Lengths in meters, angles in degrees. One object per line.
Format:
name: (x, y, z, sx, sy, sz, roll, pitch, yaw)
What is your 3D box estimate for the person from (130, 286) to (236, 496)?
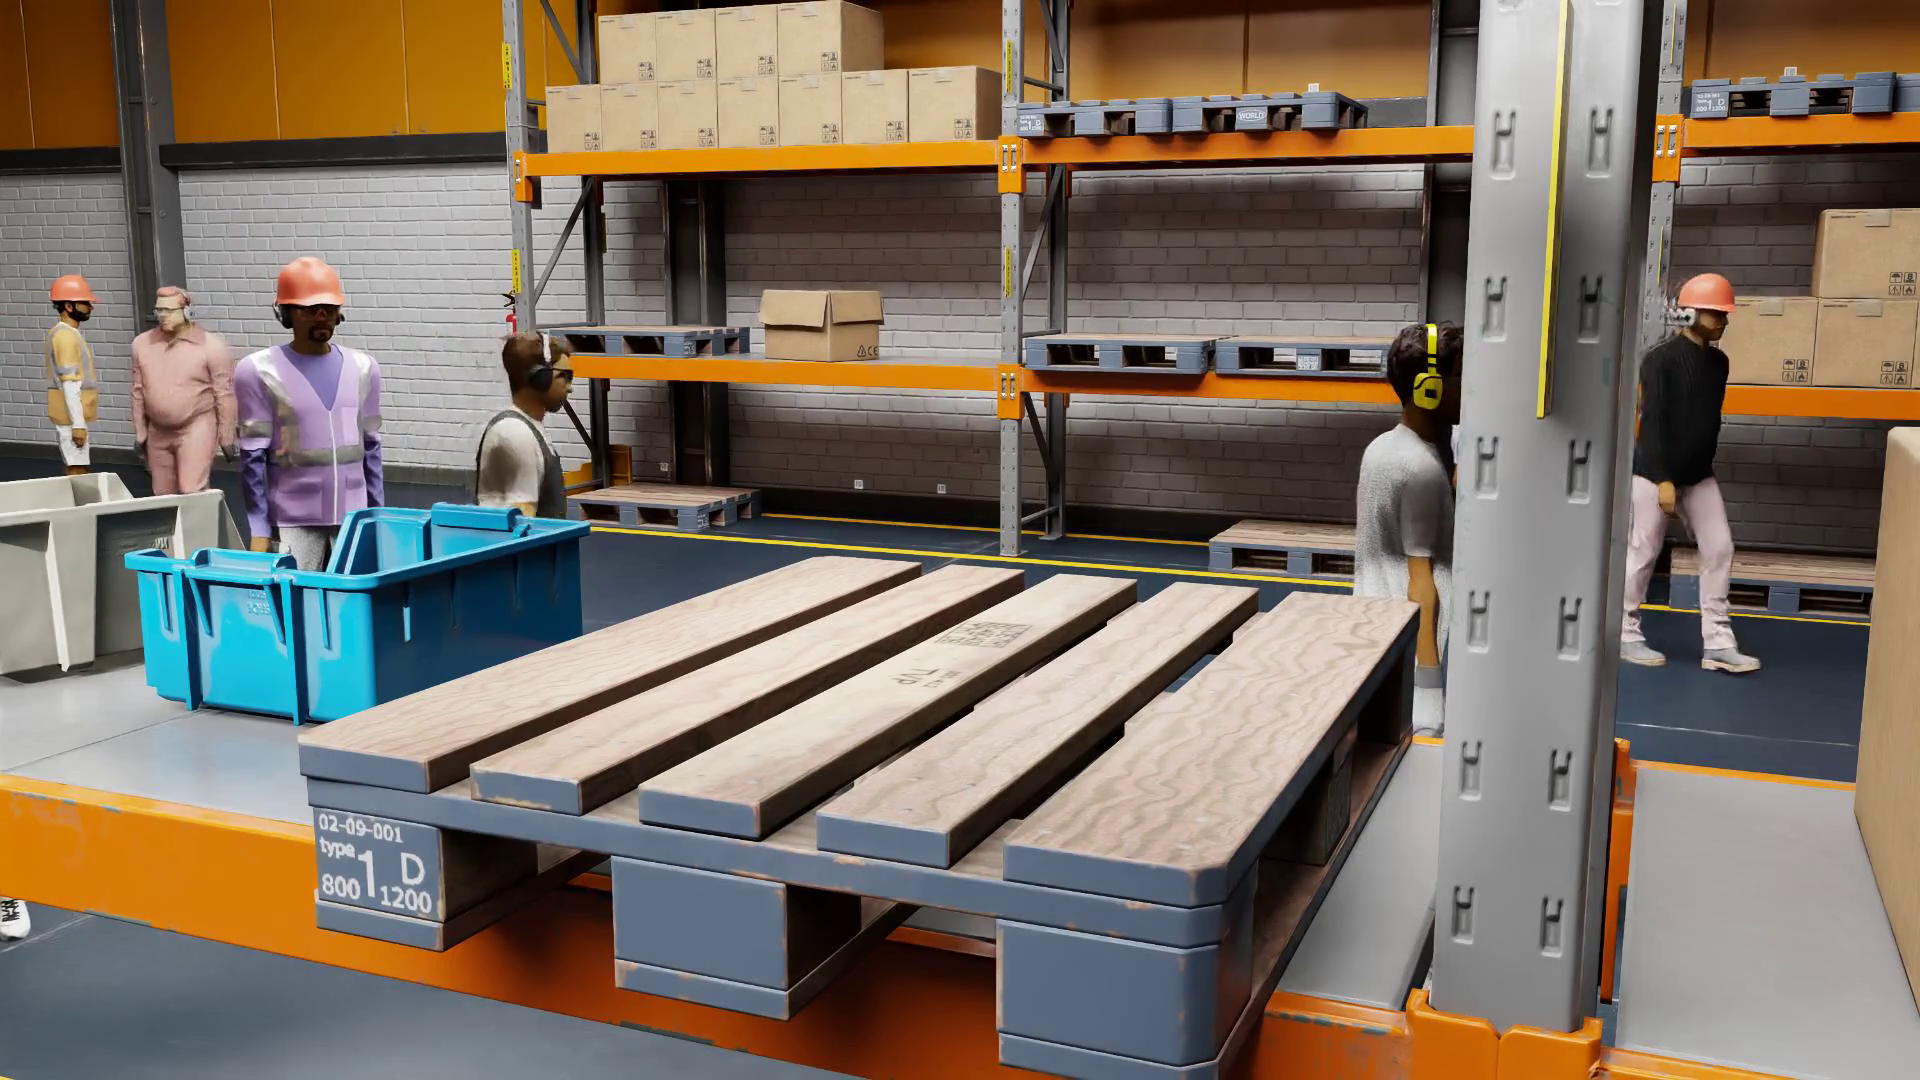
person: (-5.020, -0.714, 10.831, 0.638, 1.878, 0.745, 1, 10, 6)

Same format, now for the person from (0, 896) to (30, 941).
person: (-3.007, 0.404, 4.900, 0.499, 1.629, 0.287, -2, 10, -14)

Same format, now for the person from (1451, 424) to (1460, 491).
person: (2.990, -0.468, 9.230, 0.626, 1.921, 0.472, -3, 10, -18)

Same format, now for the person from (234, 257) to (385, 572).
person: (-2.572, -0.108, 6.714, 0.397, 2.043, 0.609, 8, 13, 41)

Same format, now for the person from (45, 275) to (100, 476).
person: (-6.080, -0.851, 11.474, 0.377, 1.938, 0.547, -5, 11, -29)

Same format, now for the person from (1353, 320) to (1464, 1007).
person: (1.228, 0.340, 4.553, 0.310, 1.868, 0.532, 0, 9, 1)

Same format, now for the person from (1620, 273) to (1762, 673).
person: (3.602, -0.304, 8.131, 0.636, 1.960, 0.858, -5, 11, -25)

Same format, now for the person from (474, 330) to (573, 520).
person: (-1.564, 0.194, 5.646, 0.901, 1.798, 0.584, -1, 10, -4)
